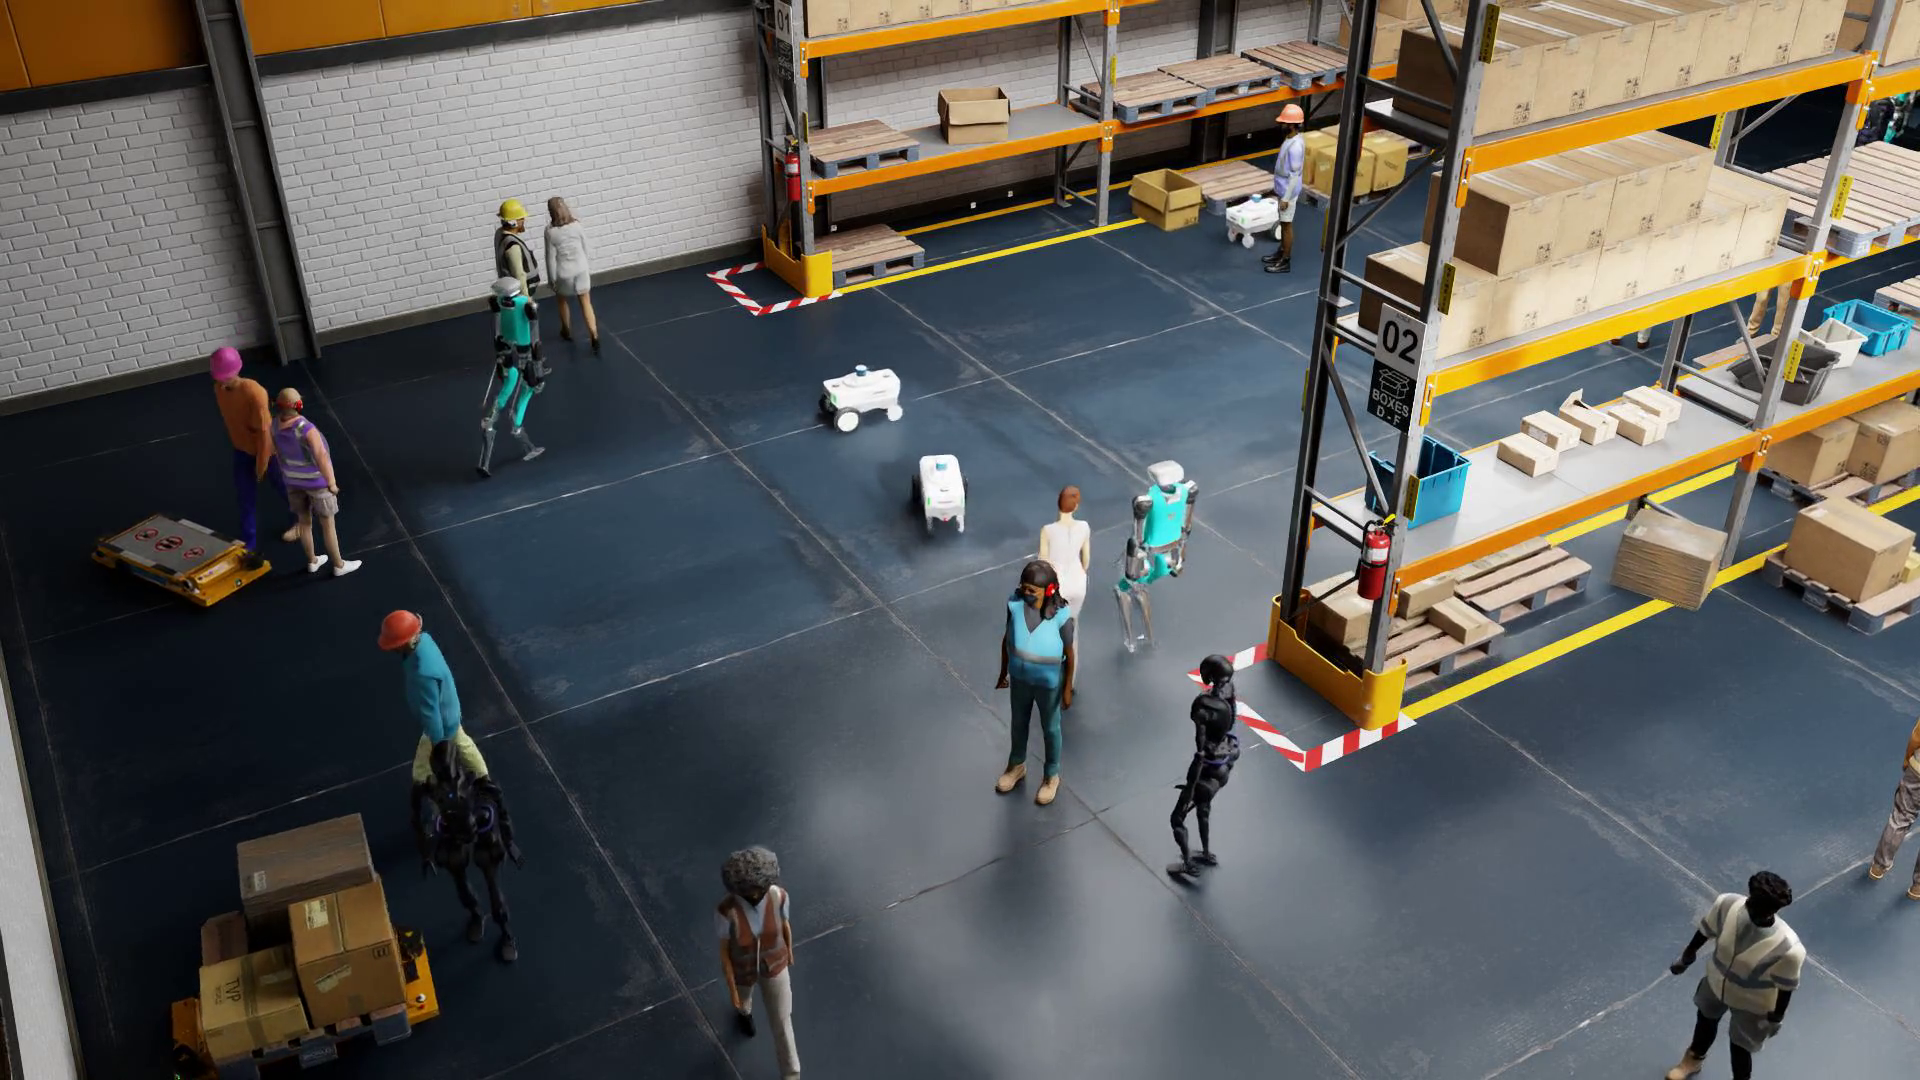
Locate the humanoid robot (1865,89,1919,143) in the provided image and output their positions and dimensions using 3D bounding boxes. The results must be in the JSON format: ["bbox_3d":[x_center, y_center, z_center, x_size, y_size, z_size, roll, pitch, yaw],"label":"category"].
[{"bbox_3d":[11.690,-5.273,21.100,0.534,1.765,0.700,28,42,37],"label":"humanoid robot"}]

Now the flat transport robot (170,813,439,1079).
[{"bbox_3d":[-3.840,2.721,9.744,1.431,0.231,0.659,-13,34,-20],"label":"flat transport robot"}]

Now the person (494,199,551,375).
[{"bbox_3d":[-4.399,-2.525,16.650,0.403,1.824,0.593,-13,34,-19],"label":"person"}]

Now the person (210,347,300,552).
[{"bbox_3d":[-5.829,-0.706,13.639,0.518,1.929,0.969,8,33,13],"label":"person"}]

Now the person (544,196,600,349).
[{"bbox_3d":[-4.023,-2.758,17.191,0.500,1.636,0.740,-17,36,-24],"label":"person"}]

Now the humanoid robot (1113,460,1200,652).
[{"bbox_3d":[1.379,0.127,12.529,0.533,1.818,0.738,-16,35,-23],"label":"humanoid robot"}]

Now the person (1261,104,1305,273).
[{"bbox_3d":[3.686,-3.980,18.862,0.359,1.939,0.542,3,32,5],"label":"person"}]

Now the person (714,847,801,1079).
[{"bbox_3d":[-1.120,2.298,9.125,0.415,1.638,0.890,-8,33,-13],"label":"person"}]

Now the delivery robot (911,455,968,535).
[{"bbox_3d":[-0.163,-0.440,14.526,0.499,0.606,0.794,-3,32,-5],"label":"delivery robot"}]

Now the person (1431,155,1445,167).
[{"bbox_3d":[6.569,-5.824,21.884,0.383,1.849,0.569,22,38,31],"label":"person"}]

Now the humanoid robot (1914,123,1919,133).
[{"bbox_3d":[12.606,-5.361,21.294,0.599,1.657,0.315,5,33,9],"label":"humanoid robot"}]

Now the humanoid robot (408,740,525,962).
[{"bbox_3d":[-2.919,1.812,9.885,0.609,1.641,0.365,-5,32,-8],"label":"humanoid robot"}]

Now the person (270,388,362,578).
[{"bbox_3d":[-5.273,-0.458,13.472,0.476,1.694,0.349,10,33,15],"label":"person"}]

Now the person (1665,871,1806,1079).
[{"bbox_3d":[4.149,2.396,8.921,0.324,1.688,0.605,-16,36,-24],"label":"person"}]

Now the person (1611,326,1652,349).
[{"bbox_3d":[7.074,-2.871,17.154,0.558,1.875,0.390,13,35,20],"label":"person"}]

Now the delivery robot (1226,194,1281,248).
[{"bbox_3d":[3.574,-3.845,19.964,0.785,0.614,0.522,-19,37,-27],"label":"delivery robot"}]

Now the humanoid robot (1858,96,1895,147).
[{"bbox_3d":[11.304,-4.957,20.713,0.659,1.654,0.611,21,37,29],"label":"humanoid robot"}]

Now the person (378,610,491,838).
[{"bbox_3d":[-3.448,1.158,10.876,0.655,1.713,0.641,-11,34,-17],"label":"person"}]

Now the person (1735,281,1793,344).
[{"bbox_3d":[8.454,-2.785,17.122,0.320,1.755,0.571,-27,41,-36],"label":"person"}]

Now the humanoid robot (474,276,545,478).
[{"bbox_3d":[-4.136,-1.392,14.977,0.555,1.814,0.930,16,35,24],"label":"humanoid robot"}]

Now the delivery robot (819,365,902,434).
[{"bbox_3d":[-0.952,-1.396,16.033,0.789,0.587,0.499,-13,34,-19],"label":"delivery robot"}]

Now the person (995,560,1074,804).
[{"bbox_3d":[0.513,0.927,11.101,0.542,1.864,0.370,15,35,23],"label":"person"}]

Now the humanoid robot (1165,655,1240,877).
[{"bbox_3d":[1.558,1.416,10.501,0.338,1.644,0.616,16,36,24],"label":"humanoid robot"}]

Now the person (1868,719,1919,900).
[{"bbox_3d":[6.091,1.466,10.323,0.306,1.781,0.462,-24,40,-33],"label":"person"}]

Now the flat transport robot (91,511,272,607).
[{"bbox_3d":[-6.505,0.142,13.858,1.431,0.231,0.659,17,36,25],"label":"flat transport robot"}]

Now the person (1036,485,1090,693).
[{"bbox_3d":[0.698,0.320,12.293,0.515,1.619,0.695,-9,33,-14],"label":"person"}]
